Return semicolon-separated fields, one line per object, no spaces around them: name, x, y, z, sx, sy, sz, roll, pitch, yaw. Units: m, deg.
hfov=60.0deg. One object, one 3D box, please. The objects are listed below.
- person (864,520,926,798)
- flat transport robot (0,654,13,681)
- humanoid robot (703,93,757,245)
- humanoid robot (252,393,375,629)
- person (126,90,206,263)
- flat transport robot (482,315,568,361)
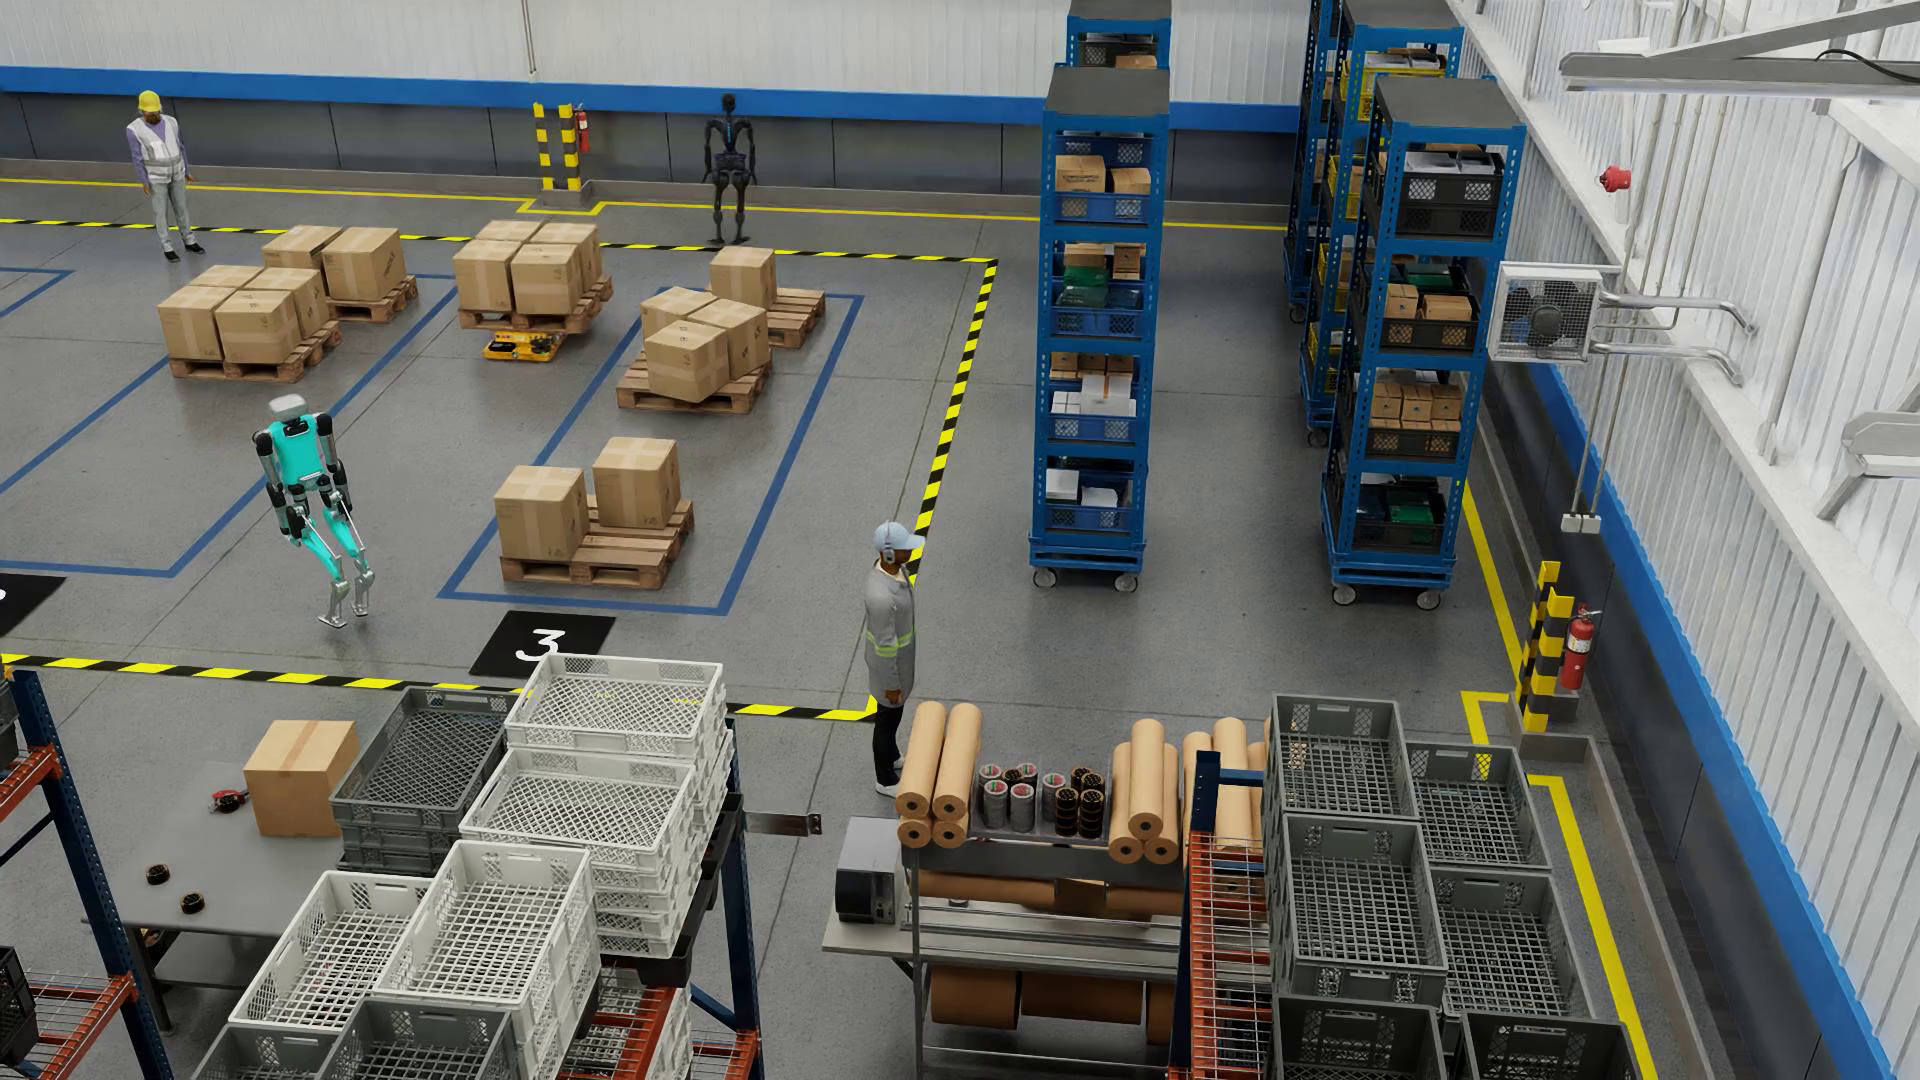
person;-0.381;0.703;9.891;0.372;1.852;0.588;2;30;3
flat transport robot;-7.142;0.969;11.010;1.431;0.231;0.659;3;30;6
humanoid robot;-2.532;-4.060;18.242;0.601;1.643;0.384;-3;30;-6
humanoid robot;-4.312;-0.138;11.320;0.533;1.675;0.735;-26;39;-37
person;-8.523;-3.914;17.848;0.404;1.826;0.587;20;36;31
flat transport robot;-4.127;-2.140;16.322;0.652;0.197;1.431;3;30;6
